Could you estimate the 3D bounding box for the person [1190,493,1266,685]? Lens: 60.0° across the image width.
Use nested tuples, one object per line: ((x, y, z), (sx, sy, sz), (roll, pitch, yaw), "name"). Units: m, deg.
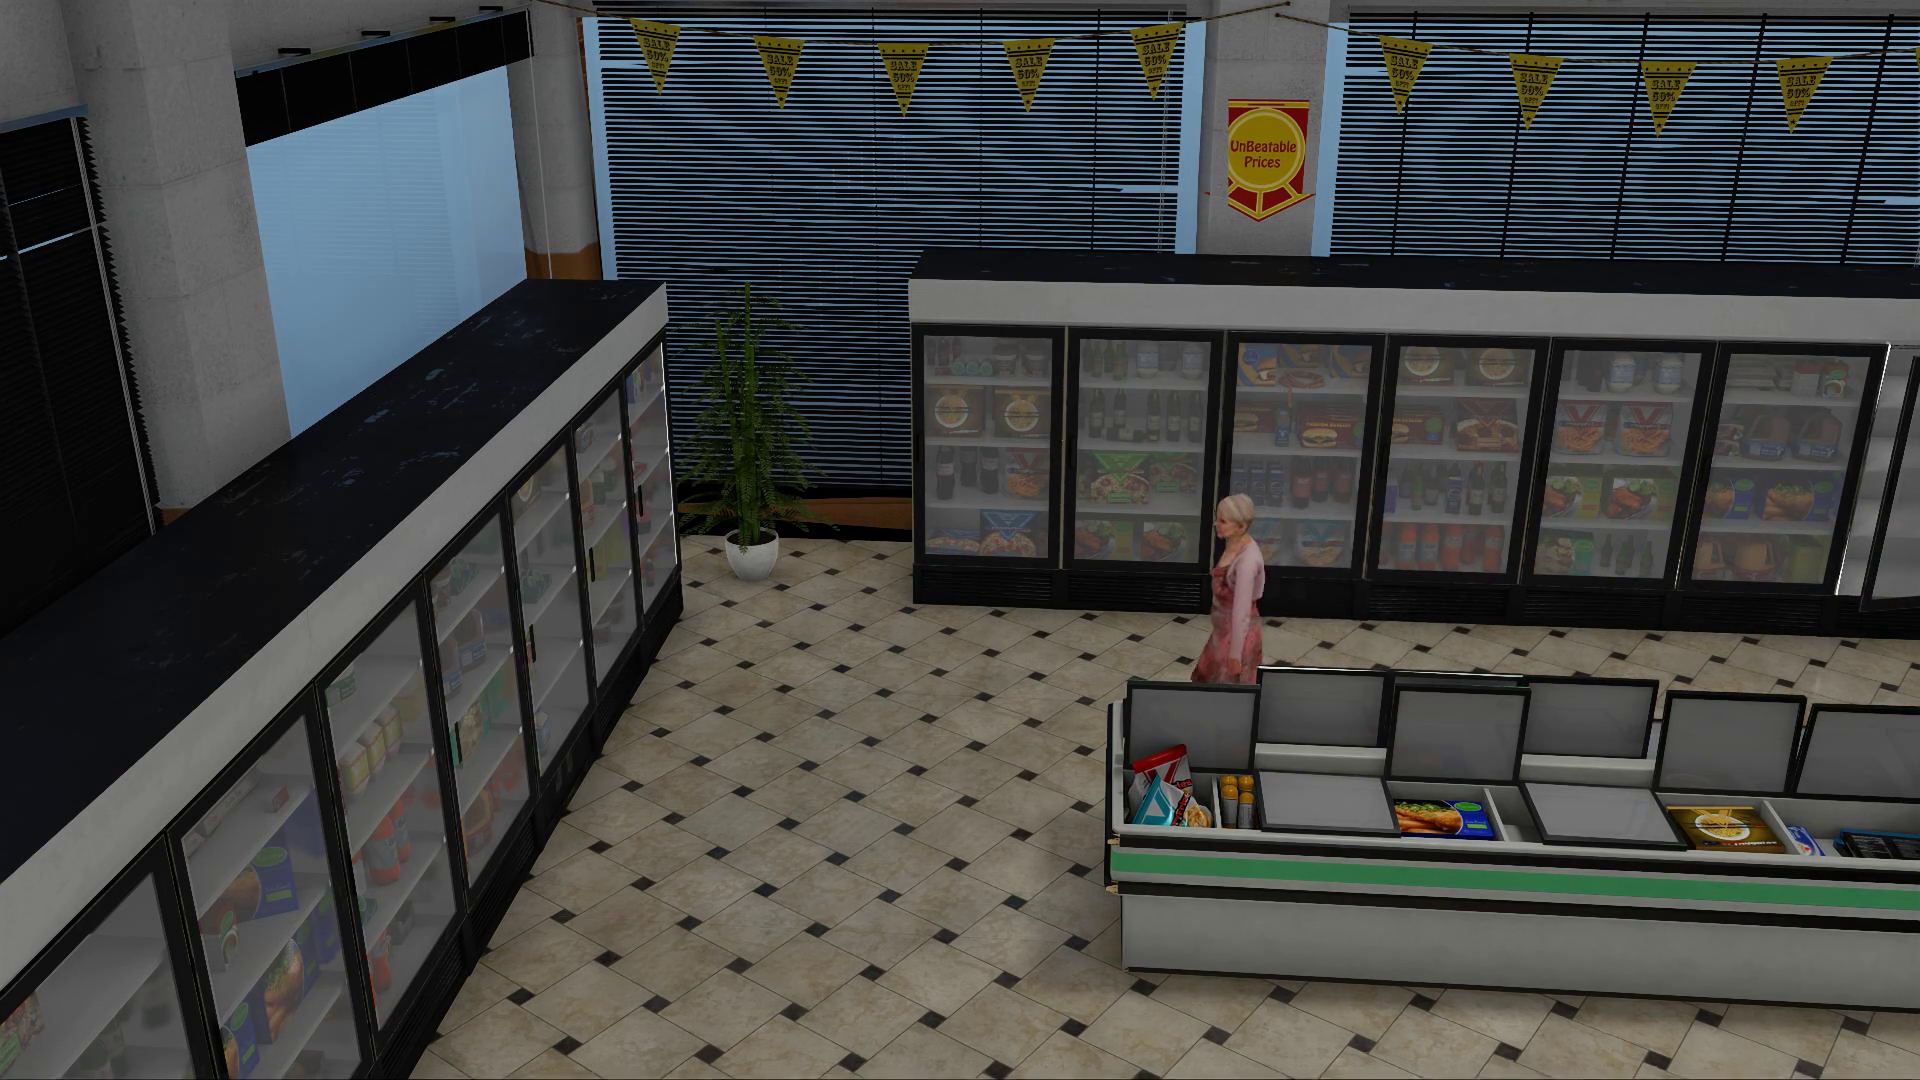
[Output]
((1.588, 0.549, 9.080), (0.970, 1.667, 0.672), (0, 22, 0), "person")
